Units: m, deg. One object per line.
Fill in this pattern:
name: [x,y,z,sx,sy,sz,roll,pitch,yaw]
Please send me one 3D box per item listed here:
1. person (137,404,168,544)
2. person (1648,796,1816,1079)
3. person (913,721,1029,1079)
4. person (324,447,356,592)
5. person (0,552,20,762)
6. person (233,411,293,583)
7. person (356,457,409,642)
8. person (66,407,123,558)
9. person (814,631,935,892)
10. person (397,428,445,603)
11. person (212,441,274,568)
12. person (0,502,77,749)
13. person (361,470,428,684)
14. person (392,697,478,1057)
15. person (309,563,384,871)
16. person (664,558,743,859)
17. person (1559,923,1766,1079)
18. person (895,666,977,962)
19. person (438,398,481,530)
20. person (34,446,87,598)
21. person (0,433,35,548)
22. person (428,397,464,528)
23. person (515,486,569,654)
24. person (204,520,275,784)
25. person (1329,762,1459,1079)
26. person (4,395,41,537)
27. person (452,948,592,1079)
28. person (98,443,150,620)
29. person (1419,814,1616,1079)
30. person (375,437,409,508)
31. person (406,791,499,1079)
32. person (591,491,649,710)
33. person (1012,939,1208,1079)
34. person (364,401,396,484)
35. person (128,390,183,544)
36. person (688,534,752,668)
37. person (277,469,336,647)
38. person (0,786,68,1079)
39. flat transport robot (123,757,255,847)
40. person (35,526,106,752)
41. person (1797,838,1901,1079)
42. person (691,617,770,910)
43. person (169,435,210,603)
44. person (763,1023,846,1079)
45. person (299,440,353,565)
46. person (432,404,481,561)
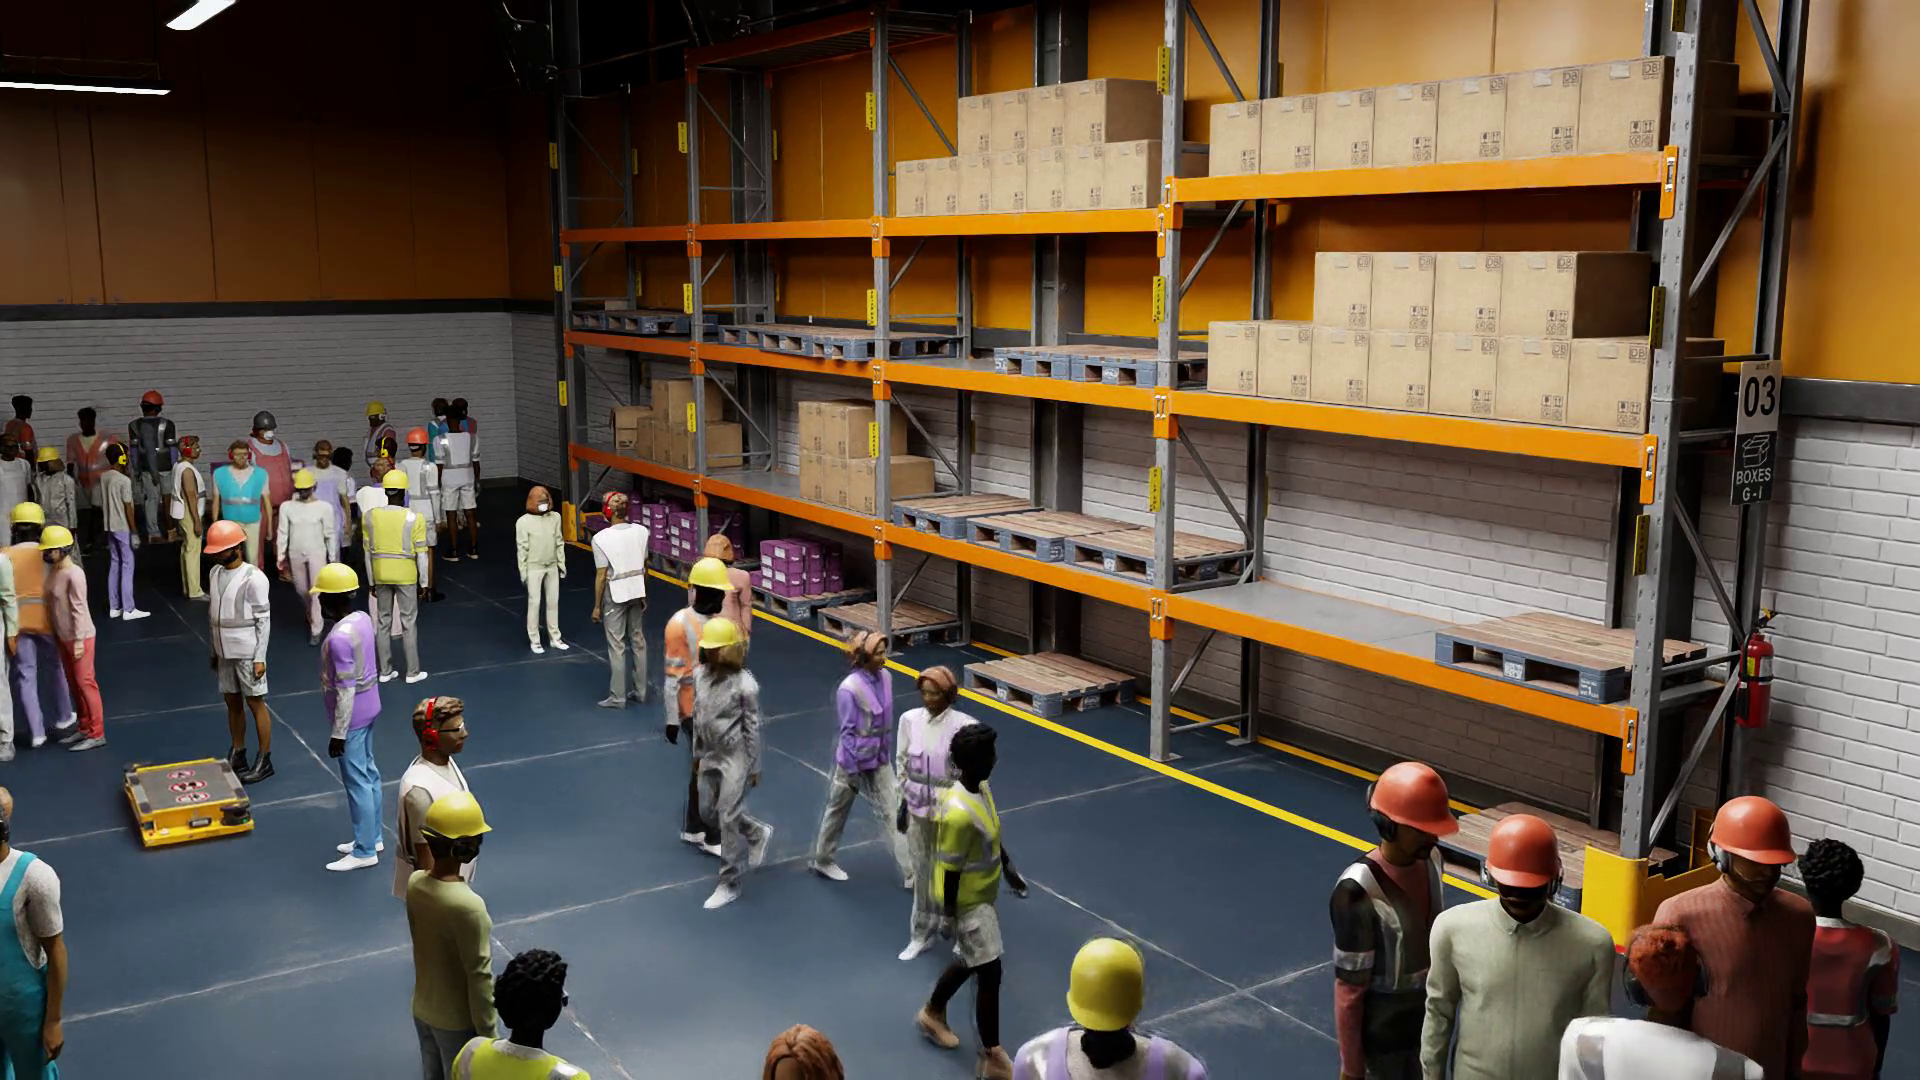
person: [-10.728,-0.915,22.093,0.354,1.936,0.635,-6,11,-30]
person: [2.653,1.841,5.744,0.611,1.995,0.375,-2,10,-12]
person: [0.051,1.658,7.780,0.610,1.662,0.533,1,10,9]
person: [-6.987,-0.206,18.677,0.579,1.679,0.374,5,11,29]
person: [-7.402,0.717,12.478,0.616,1.946,0.392,-2,10,-12]
person: [-7.970,-0.482,19.247,0.538,2.000,0.681,7,12,35]
person: [-5.707,0.095,16.505,0.562,1.828,0.417,3,10,15]
person: [-11.098,-0.769,21.371,0.620,1.903,1.012,0,10,0]
person: [-0.540,1.322,9.947,0.889,1.587,0.535,6,12,33]
person: [-5.948,-0.270,18.342,0.544,1.929,0.387,3,10,17]
person: [-7.742,-0.158,17.953,0.617,1.821,0.751,-4,11,-23]
person: [-7.255,0.641,13.089,0.596,1.892,0.844,-3,10,-18]
person: [-5.022,0.330,14.863,0.581,1.919,0.404,0,10,2]
person: [-2.362,1.608,7.549,0.390,1.846,0.564,-2,10,-10]
person: [-3.804,1.092,10.339,0.369,1.928,0.585,-1,10,-7]
person: [-1.521,1.062,10.545,0.652,1.908,0.621,5,11,26]
person: [2.039,2.050,4.886,0.641,1.870,0.348,7,12,35]
person: [-0.090,1.481,9.014,0.540,1.648,0.518,4,11,25]
person: [-6.966,-1.068,23.271,0.430,1.845,0.624,6,12,33]
person: [-9.969,-0.174,18.344,0.487,1.735,0.336,2,10,11]
person: [-10.659,-0.290,18.715,0.342,1.840,0.503,6,11,32]
person: [-7.233,-1.088,23.401,0.429,1.839,0.638,5,11,27]
person: [-4.016,0.283,15.985,0.299,1.623,0.503,9,13,42]
person: [-5.235,0.804,12.031,0.542,1.929,0.368,5,11,25]
person: [1.584,1.777,6.033,0.403,2.031,0.612,9,13,44]
person: [-12.591,-0.976,22.393,0.605,1.957,0.369,8,12,38]
person: [-1.331,2.095,5.172,0.530,1.689,0.322,4,11,24]
person: [-8.814,-0.089,17.480,0.510,1.862,0.327,6,11,31]
person: [1.864,1.871,5.607,0.617,1.986,0.408,3,10,17]
person: [-6.171,-0.198,18.123,0.333,1.860,0.510,3,10,15]
person: [-1.945,1.838,6.465,0.339,1.761,0.524,-9,13,-44]
person: [-2.844,0.511,13.991,0.390,1.846,0.564,7,12,37]
person: [0.456,2.027,4.931,0.598,1.899,0.766,3,10,15]
person: [-8.004,-1.010,22.994,0.403,1.824,0.591,-9,13,-42]
person: [-10.643,-0.958,22.035,0.609,2.044,0.393,0,10,0]
person: [-1.889,0.764,13.130,0.501,1.631,0.286,-1,10,-6]
person: [-6.470,0.135,16.515,0.526,1.727,0.824,-1,10,-7]
person: [-3.659,1.812,6.353,0.510,1.846,0.341,1,10,8]
flat transport robot: [-5.280,1.748,11.345,0.652,0.197,1.431,-6,11,-31]
person: [-6.872,0.755,12.823,0.518,1.756,0.350,8,13,40]
person: [3.150,1.931,6.137,0.534,1.687,0.320,1,10,8]
person: [-1.337,1.271,9.857,0.500,1.725,0.595,7,12,36]
person: [-8.496,-0.232,18.345,0.388,1.848,0.564,-7,12,-34]
person: [-0.444,2.176,4.836,0.502,1.632,0.277,2,10,9]
person: [-6.981,-0.213,18.323,0.558,1.817,0.555,-3,10,-14]
person: [-6.309,-0.719,20.855,0.617,1.963,0.361,-8,13,-40]
